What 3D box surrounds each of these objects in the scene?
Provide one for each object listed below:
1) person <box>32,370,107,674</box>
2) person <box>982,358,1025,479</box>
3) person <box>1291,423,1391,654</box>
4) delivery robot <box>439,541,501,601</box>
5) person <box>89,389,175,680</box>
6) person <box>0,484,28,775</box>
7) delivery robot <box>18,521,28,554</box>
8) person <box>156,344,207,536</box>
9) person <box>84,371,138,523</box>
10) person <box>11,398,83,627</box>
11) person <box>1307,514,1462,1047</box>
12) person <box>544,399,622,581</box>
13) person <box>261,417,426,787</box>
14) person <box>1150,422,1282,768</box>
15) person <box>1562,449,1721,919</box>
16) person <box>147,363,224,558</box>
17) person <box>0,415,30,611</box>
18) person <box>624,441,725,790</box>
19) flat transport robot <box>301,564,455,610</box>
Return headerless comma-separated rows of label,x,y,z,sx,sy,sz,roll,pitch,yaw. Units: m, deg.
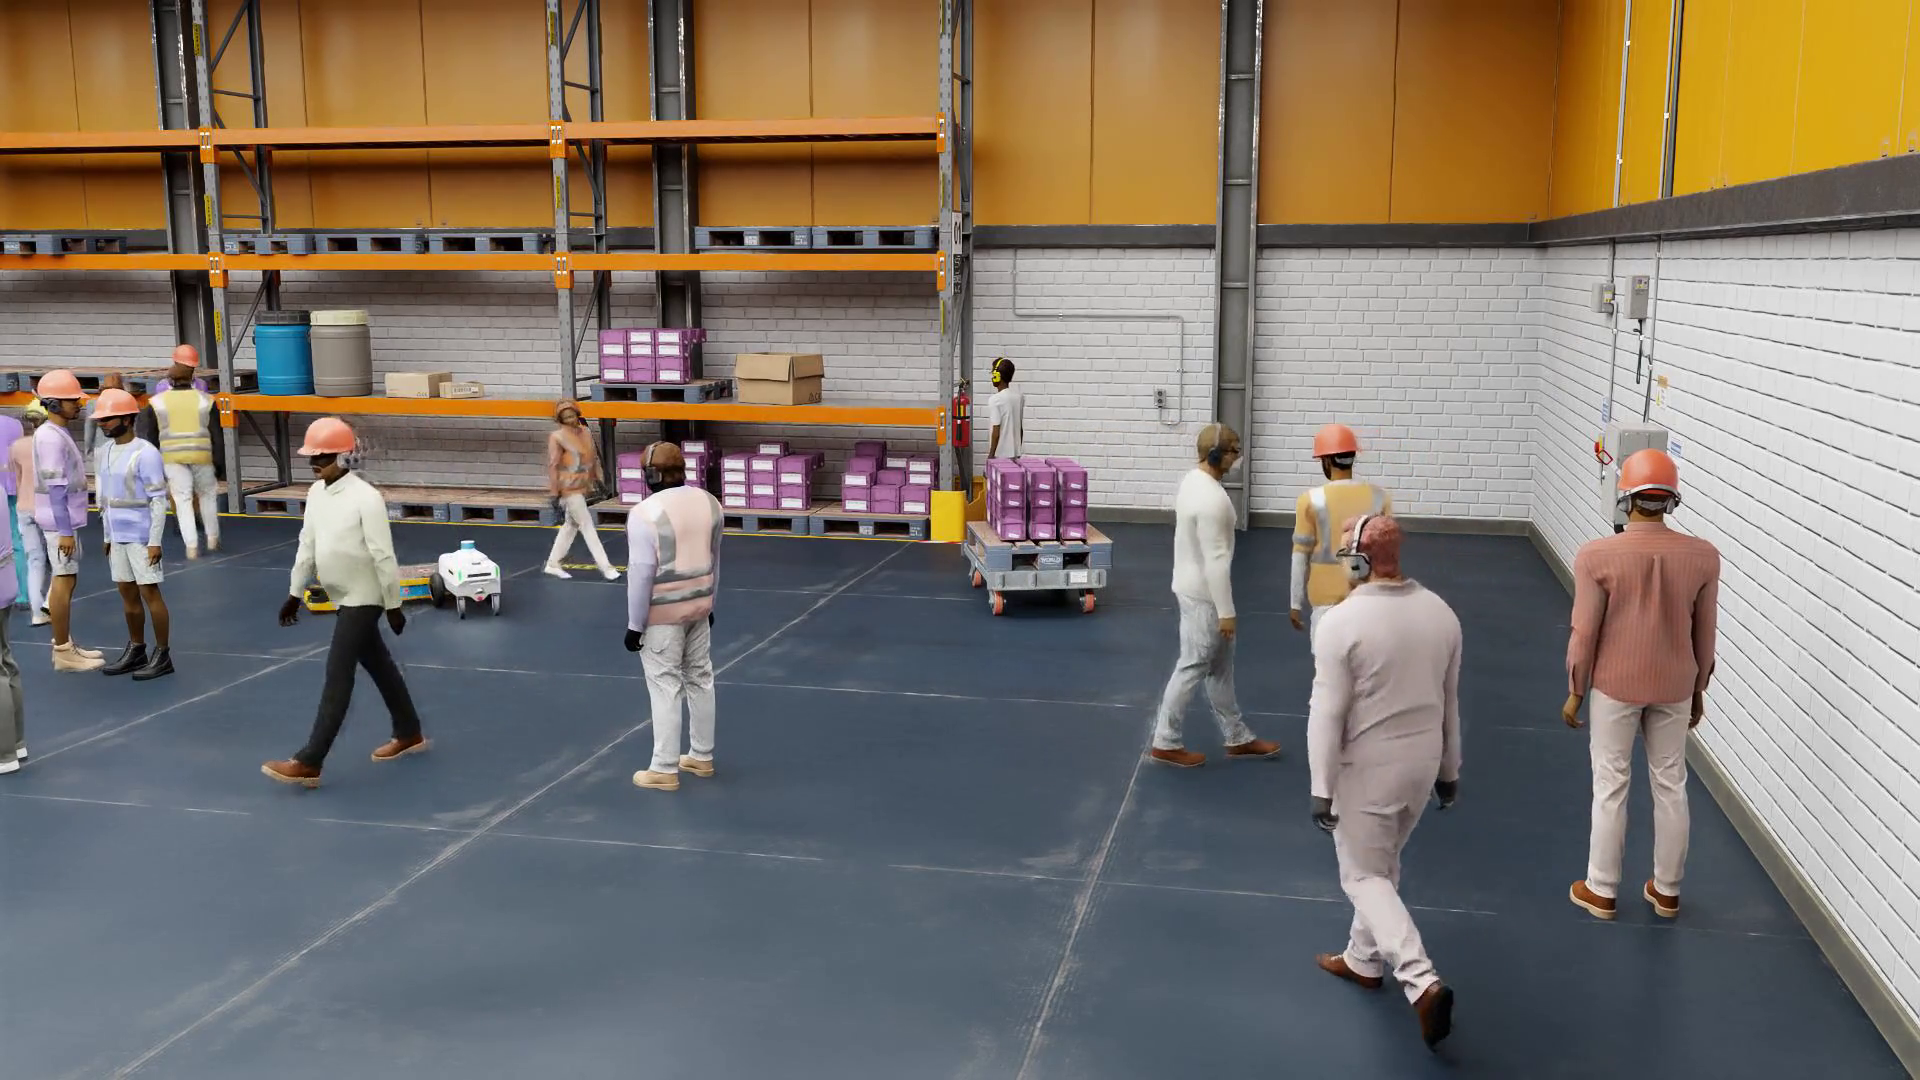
person,-6.028,-0.127,11.250,0.396,2.042,0.611,-5,11,-26
person,0.405,-0.761,15.511,0.329,1.874,0.518,7,12,37
person,2.131,0.298,9.235,0.561,1.883,0.978,-1,10,-8
delivery robot,-3.880,0.249,13.145,0.477,0.478,0.707,-5,11,-29
person,-5.506,-0.035,11.020,0.553,1.935,0.362,5,11,29
person,-5.284,0.316,8.960,0.360,1.930,0.589,-3,10,-17
delivery robot,-8.512,-0.061,14.983,0.477,0.478,0.707,-4,11,-25
person,-7.799,-1.010,16.822,0.376,1.928,0.542,6,11,30
person,-8.914,-0.963,17.501,0.535,1.609,0.394,-5,11,-29
person,-6.932,-0.212,12.632,0.531,1.744,0.398,2,10,11
person,1.580,0.846,6.031,0.684,1.871,0.822,-5,11,-28
person,-3.292,-0.413,14.324,0.770,1.612,0.507,2,10,14
person,-3.326,0.316,8.897,0.607,1.939,1.049,9,13,44
person,1.390,0.312,9.066,0.660,1.926,0.653,0,10,3
person,2.855,0.612,7.016,0.612,1.996,0.389,0,10,2
person,-7.309,-0.769,15.745,0.640,1.802,0.875,-4,10,-23
person,-7.569,-0.322,12.991,0.373,1.843,0.572,8,12,38
person,-1.527,0.395,8.773,0.429,1.838,0.622,7,12,35
flat transport robot,-4.599,0.364,13.582,1.431,0.197,0.652,-5,11,-28
